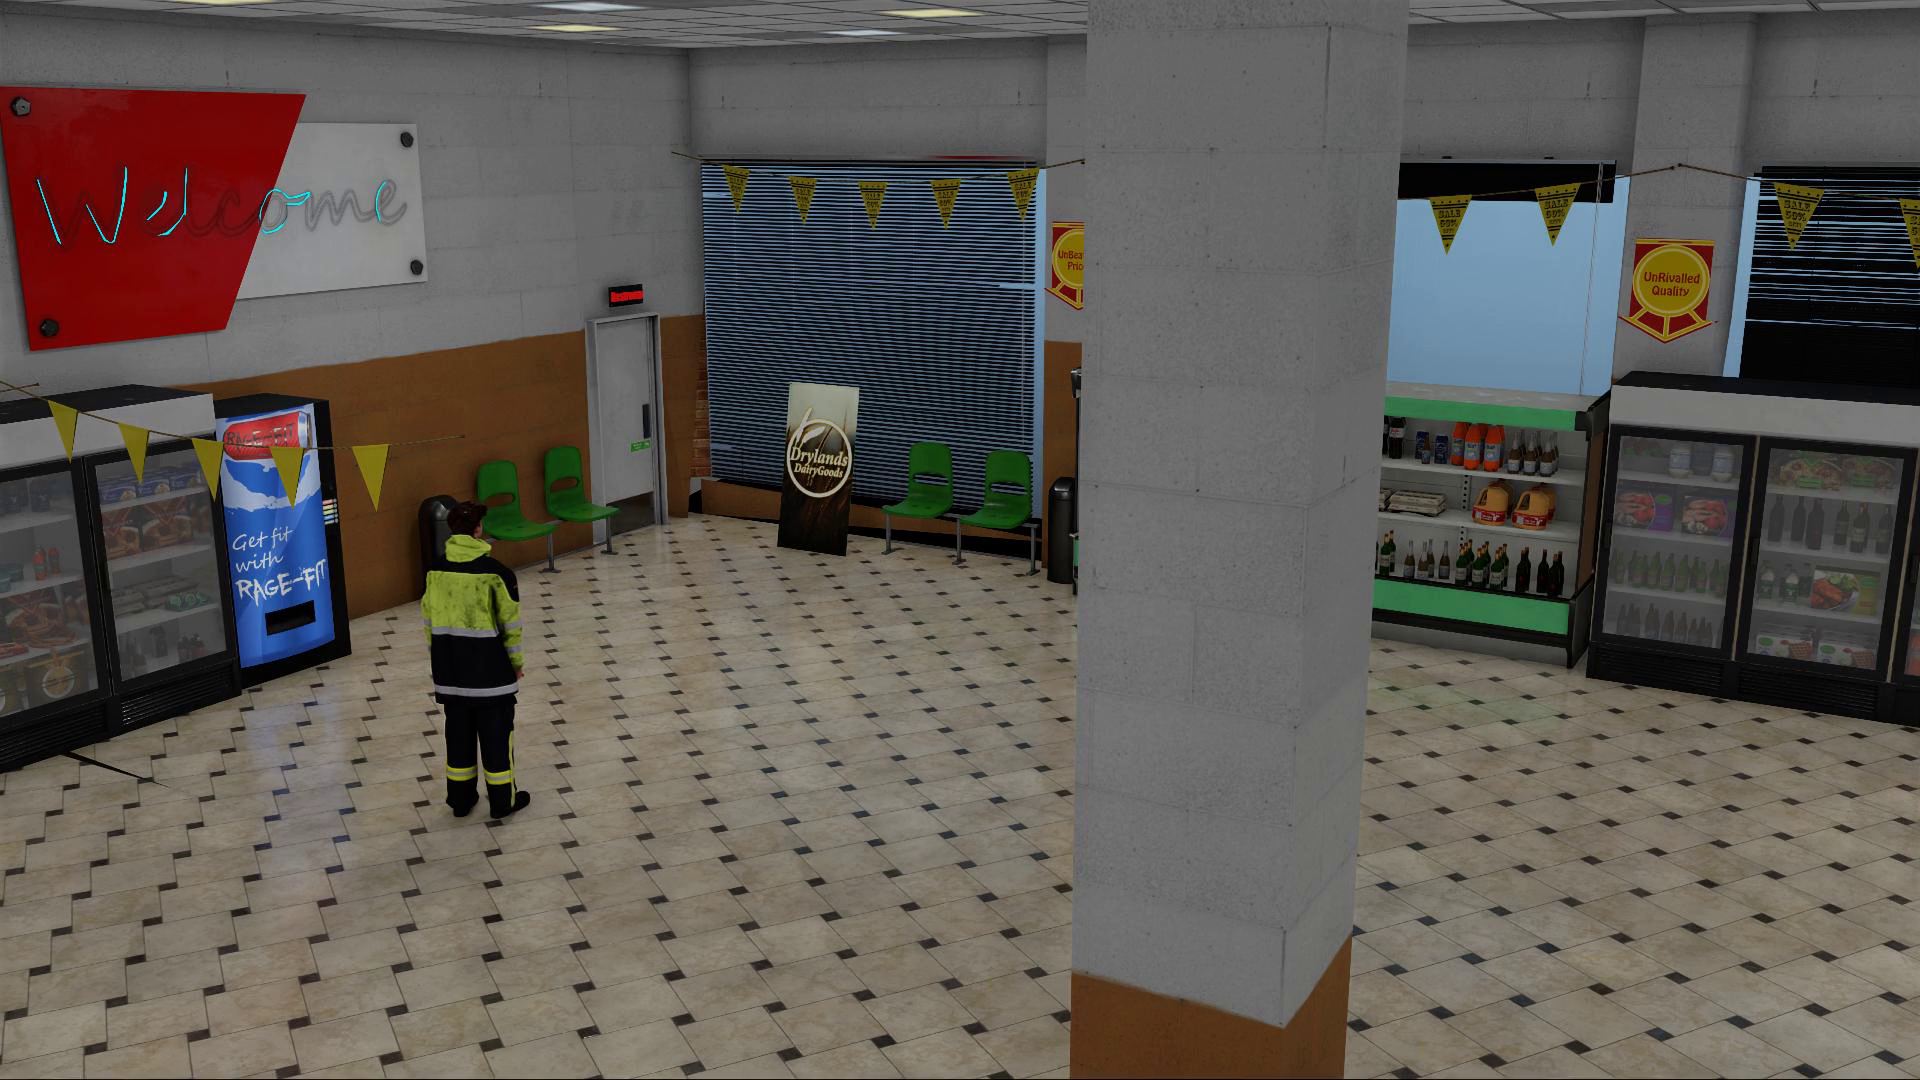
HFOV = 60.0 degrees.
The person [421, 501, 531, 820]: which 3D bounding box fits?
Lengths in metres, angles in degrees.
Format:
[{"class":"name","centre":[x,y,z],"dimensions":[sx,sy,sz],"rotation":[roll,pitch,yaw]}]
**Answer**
[{"class":"person","centre":[-2.978,0.726,10.201],"dimensions":[0.734,1.982,0.916],"rotation":[2,14,9]}]
